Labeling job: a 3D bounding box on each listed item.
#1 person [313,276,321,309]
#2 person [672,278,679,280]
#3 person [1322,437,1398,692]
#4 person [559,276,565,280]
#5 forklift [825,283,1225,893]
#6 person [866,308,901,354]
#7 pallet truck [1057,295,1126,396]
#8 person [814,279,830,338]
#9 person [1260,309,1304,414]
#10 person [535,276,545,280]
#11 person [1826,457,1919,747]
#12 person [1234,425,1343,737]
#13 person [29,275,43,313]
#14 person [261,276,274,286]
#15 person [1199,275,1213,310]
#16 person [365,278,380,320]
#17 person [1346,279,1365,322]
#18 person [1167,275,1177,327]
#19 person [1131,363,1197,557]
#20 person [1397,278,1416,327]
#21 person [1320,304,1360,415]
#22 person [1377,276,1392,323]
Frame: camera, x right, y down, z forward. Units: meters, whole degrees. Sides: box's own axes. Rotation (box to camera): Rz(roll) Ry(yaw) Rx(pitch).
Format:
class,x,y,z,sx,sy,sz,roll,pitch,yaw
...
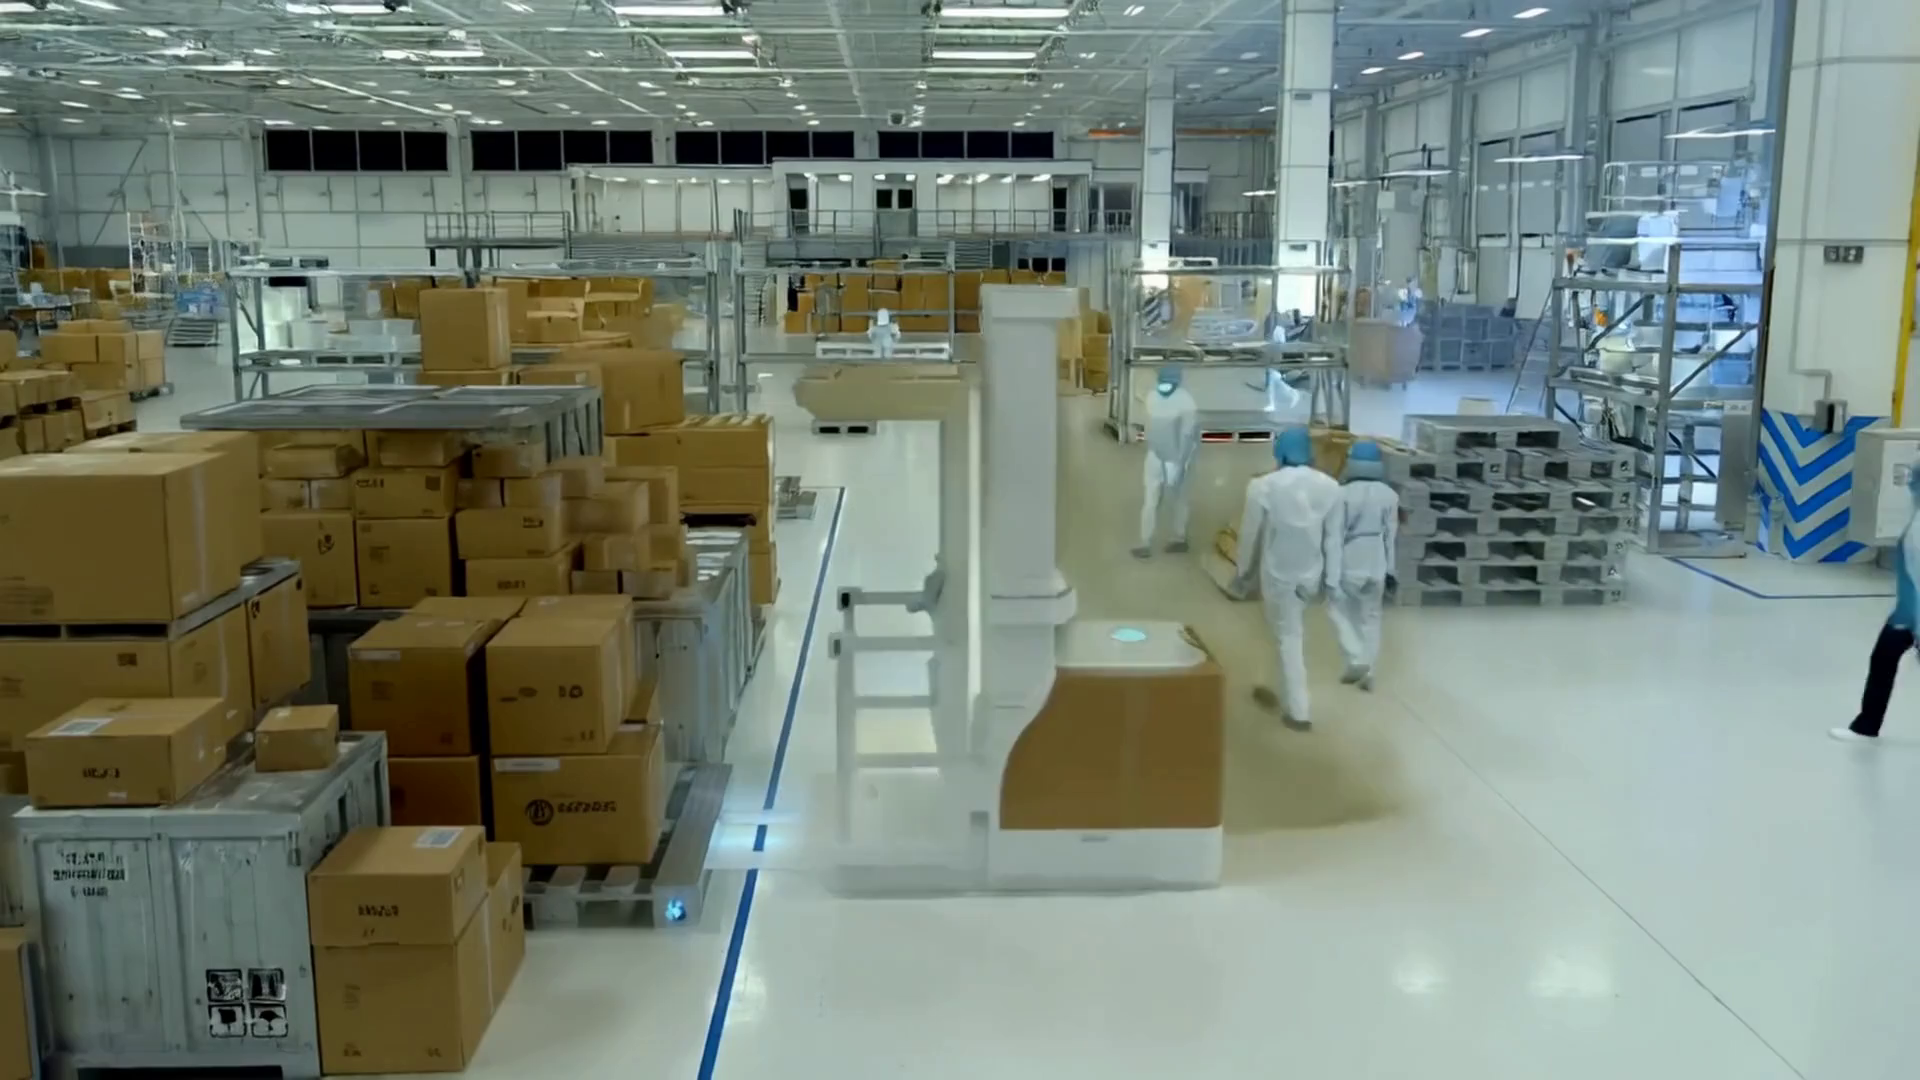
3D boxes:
class,x,y,z,sx,sy,sz,roll,pitch,yaw
person,-25.260,-9.573,65.442,0.341,1.756,0.519,-6,12,-30
person,-8.231,-6.632,48.419,1.043,1.967,0.752,-7,12,-33
person,2.690,0.171,11.224,0.509,1.728,0.366,-3,11,-17
person,-14.603,-8.878,61.292,0.597,1.872,1.021,0,10,-2
forklift,0.292,0.172,8.022,1.873,2.768,1.129,0,10,-2
person,-1.394,-3.281,30.156,0.625,1.844,0.429,1,10,5
pallet truck,2.483,-3.881,33.060,1.885,1.965,0.823,-7,13,-36
person,-4.347,-7.271,52.307,0.528,1.869,0.313,1,10,8
person,5.684,-3.134,29.295,0.675,1.860,0.589,1,10,6
person,-15.522,-9.083,61.919,0.538,2.000,0.688,-7,12,-32
person,5.704,0.399,9.757,0.521,1.813,0.916,-9,14,-41
person,2.019,0.223,10.467,0.617,1.889,0.931,-3,11,-18
person,-33.920,-8.798,60.949,0.505,1.817,0.990,2,10,12
person,-26.335,-9.191,63.135,0.580,1.836,1.004,-1,10,-3
person,8.976,-8.807,60.803,1.017,1.890,0.622,-6,12,-32
person,-18.318,-7.248,52.064,0.548,1.916,0.796,6,12,32
person,12.855,-7.623,54.428,0.894,1.803,0.662,-9,14,-42
person,7.559,-8.612,59.422,0.377,1.995,0.608,1,10,7
person,1.966,-0.759,15.970,0.657,1.885,0.923,9,14,41
person,13.866,-7.186,51.693,0.551,1.918,0.519,3,10,14
person,6.648,-3.142,29.109,0.662,1.934,1.017,10,14,43
person,14.229,-7.918,55.900,0.655,1.875,0.756,-8,13,-39
